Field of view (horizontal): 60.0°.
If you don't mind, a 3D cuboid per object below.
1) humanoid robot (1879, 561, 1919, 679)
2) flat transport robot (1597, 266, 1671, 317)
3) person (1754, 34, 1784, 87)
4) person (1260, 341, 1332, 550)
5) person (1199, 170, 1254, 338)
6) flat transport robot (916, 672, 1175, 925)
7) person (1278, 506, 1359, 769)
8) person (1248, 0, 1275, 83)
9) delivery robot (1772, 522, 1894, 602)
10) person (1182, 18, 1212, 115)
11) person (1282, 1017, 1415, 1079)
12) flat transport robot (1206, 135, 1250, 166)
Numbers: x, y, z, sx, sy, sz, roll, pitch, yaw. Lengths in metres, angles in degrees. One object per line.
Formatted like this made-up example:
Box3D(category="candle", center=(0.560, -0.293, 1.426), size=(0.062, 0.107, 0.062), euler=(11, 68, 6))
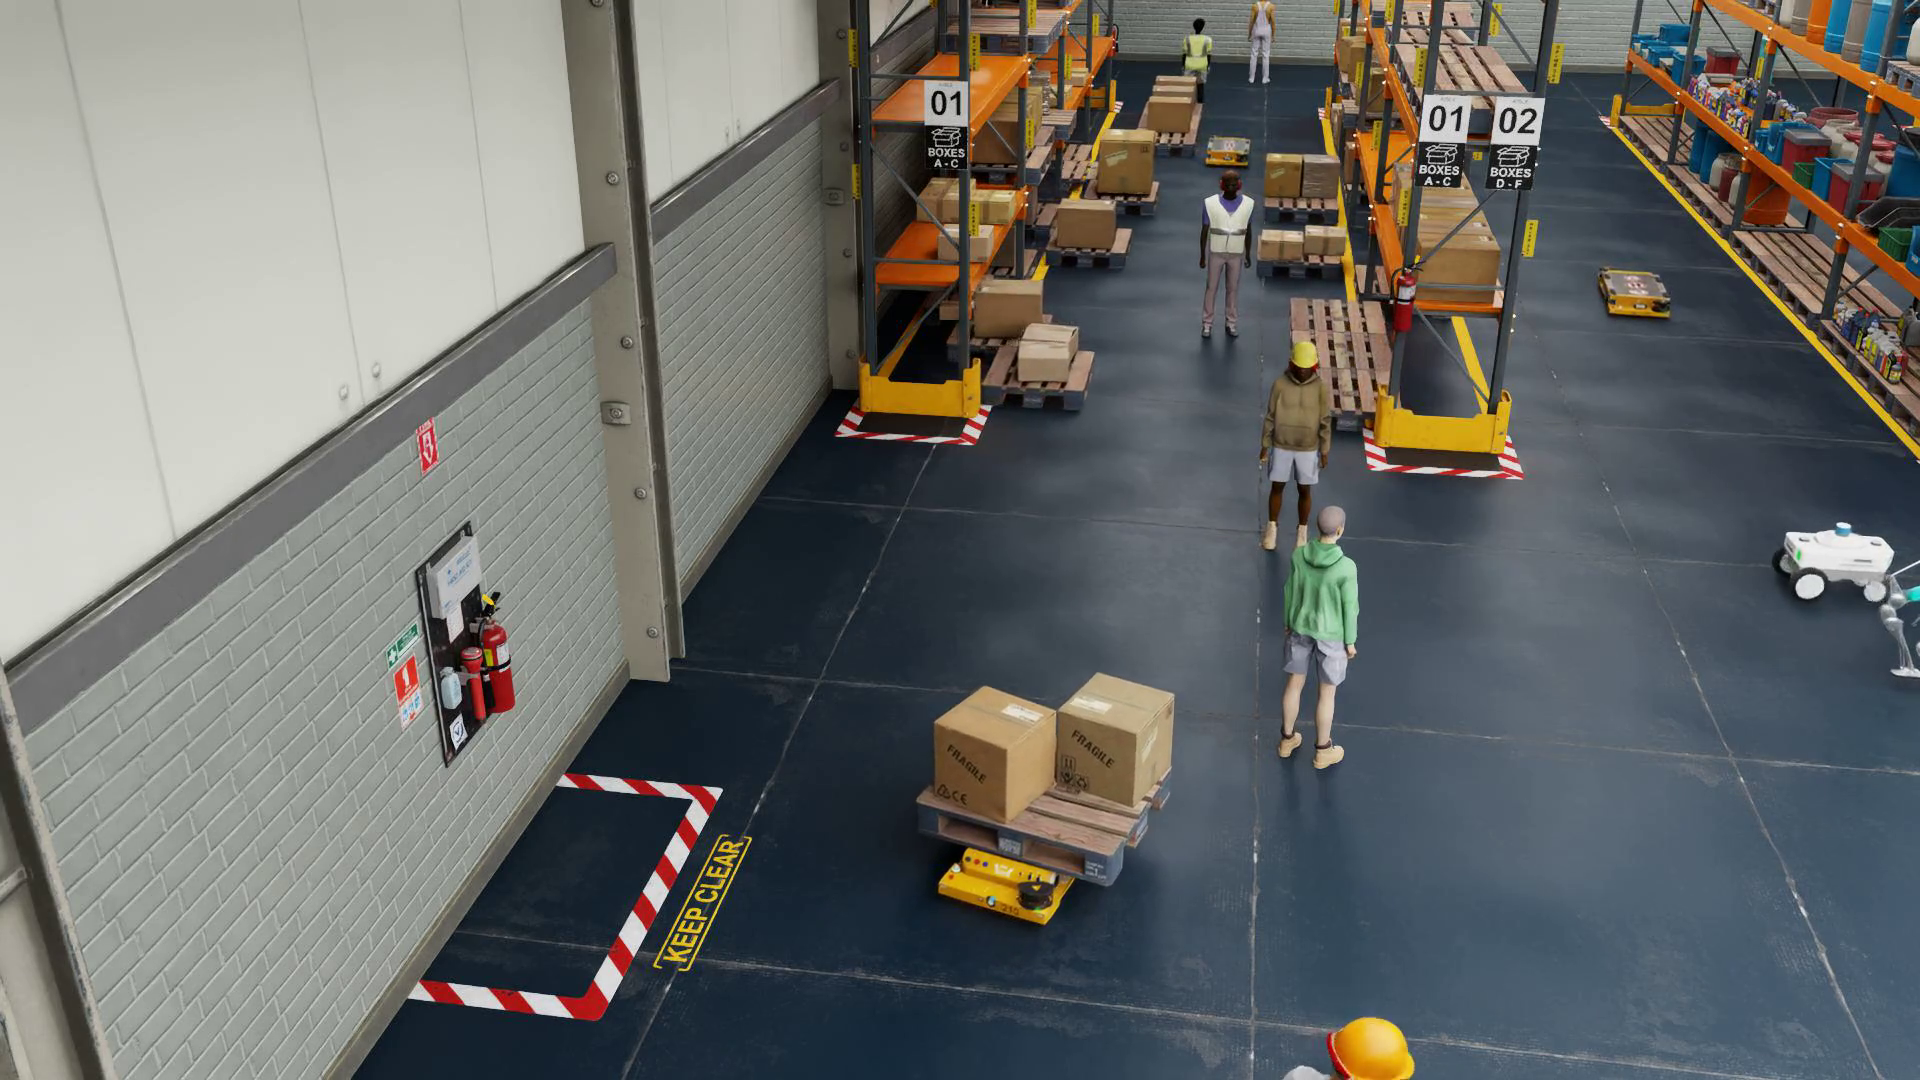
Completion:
Box3D(category="humanoid robot", center=(6.534, 0.271, 11.108), size=(0.753, 1.828, 0.545), euler=(4, 25, 8))
Box3D(category="flat transport robot", center=(7.936, -2.921, 19.609), size=(0.659, 0.231, 1.431), euler=(6, 26, 13))
Box3D(category="person", center=(15.852, -9.764, 32.487), size=(0.316, 1.767, 0.533), euler=(-18, 31, -34))
Box3D(category="person", center=(2.666, -0.753, 13.211), size=(0.541, 1.756, 0.415), euler=(7, 26, 14))
Box3D(category="person", center=(2.903, -3.133, 18.201), size=(0.571, 1.843, 0.376), euler=(-1, 25, -3))
Box3D(category="flat transport robot", center=(0.479, 1.698, 9.723), size=(0.659, 0.231, 1.431), euler=(12, 27, 23))
Box3D(category="person", center=(2.217, 0.604, 10.325), size=(0.484, 1.740, 0.325), euler=(18, 30, 33))
Box3D(category="person", center=(5.966, -10.004, 32.886), size=(0.531, 1.861, 0.385), euler=(6, 26, 13))
Box3D(category="delivery robot", center=(6.664, 0.153, 12.685), size=(0.782, 0.587, 0.499), euler=(3, 25, 7))
Box3D(category="person", center=(4.239, -8.482, 29.831), size=(0.541, 1.698, 0.316), euler=(5, 25, 10))
Box3D(category="person", center=(1.325, 2.500, 6.126), size=(0.388, 1.872, 0.684), euler=(-21, 32, -38))
Box3D(category="flat transport robot", center=(4.316, -6.250, 26.734), size=(0.659, 0.231, 1.431), euler=(4, 25, 9))
